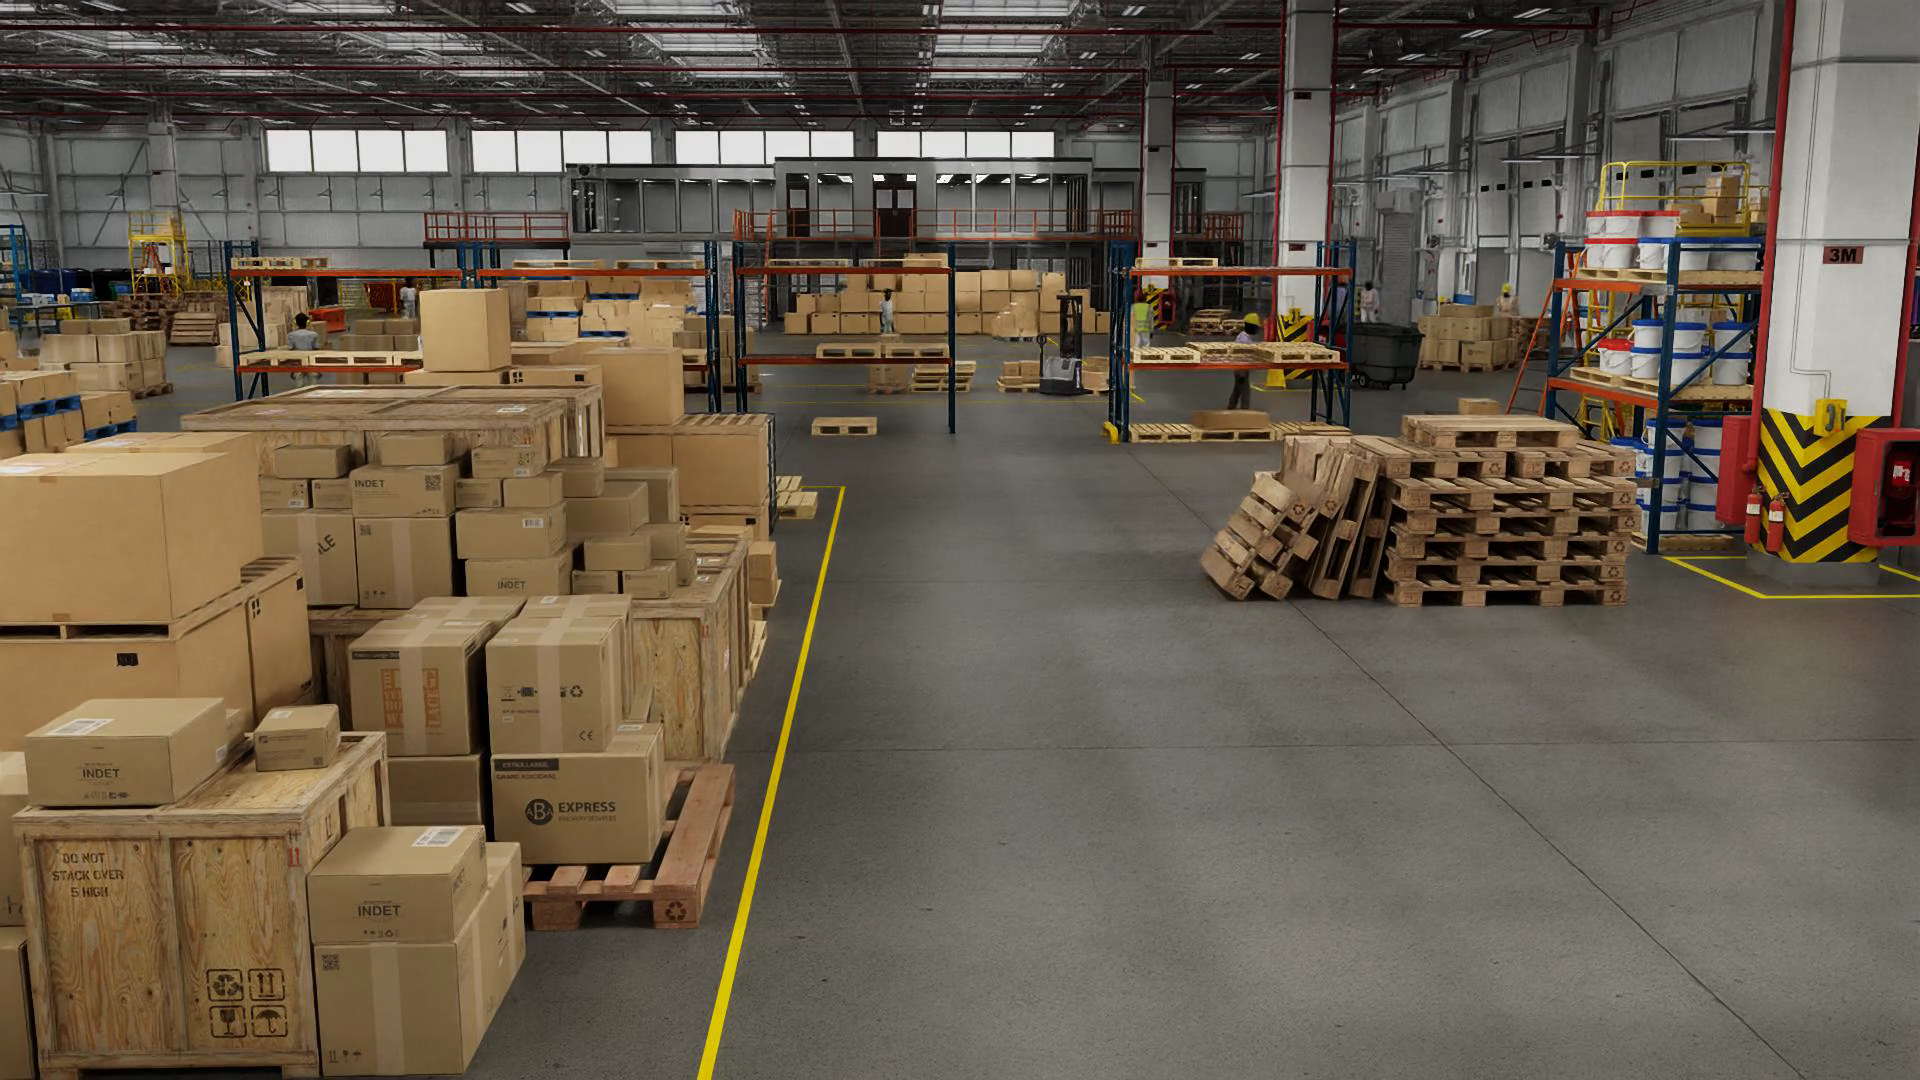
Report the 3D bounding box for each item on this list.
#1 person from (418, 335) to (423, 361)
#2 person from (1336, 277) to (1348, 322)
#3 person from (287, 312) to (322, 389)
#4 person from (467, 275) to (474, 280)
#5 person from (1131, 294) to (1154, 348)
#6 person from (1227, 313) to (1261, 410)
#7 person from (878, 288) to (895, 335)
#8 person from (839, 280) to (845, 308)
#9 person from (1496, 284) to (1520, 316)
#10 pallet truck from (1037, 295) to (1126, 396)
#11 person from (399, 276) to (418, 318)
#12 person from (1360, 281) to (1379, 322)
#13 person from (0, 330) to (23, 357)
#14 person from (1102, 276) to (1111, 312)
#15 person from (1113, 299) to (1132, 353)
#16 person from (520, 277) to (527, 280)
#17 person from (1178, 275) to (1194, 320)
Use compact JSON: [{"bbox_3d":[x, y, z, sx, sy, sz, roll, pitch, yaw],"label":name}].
[{"bbox_3d":[-8.327,-2.648,26.513,0.574,1.883,0.356,2,10,11],"label":"person"},{"bbox_3d":[12.201,-7.509,53.539,0.877,1.913,0.553,-7,13,-36],"label":"person"},{"bbox_3d":[-10.888,-2.848,27.660,0.514,1.872,0.328,-4,11,-19],"label":"person"},{"bbox_3d":[-20.319,-10.217,68.784,0.520,1.842,0.330,-2,10,-11],"label":"person"},{"bbox_3d":[4.339,-5.005,39.926,0.628,1.793,0.955,1,10,7],"label":"person"},{"bbox_3d":[4.678,-2.795,27.392,0.549,1.878,0.749,1,10,7],"label":"person"},{"bbox_3d":[-1.838,-5.422,41.988,0.328,1.876,0.513,8,13,37],"label":"person"},{"bbox_3d":[-4.138,-8.191,57.923,0.959,1.688,0.489,-4,11,-19],"label":"person"},{"bbox_3d":[15.012,-6.071,45.564,0.651,1.884,0.623,5,11,27],"label":"person"},{"bbox_3d":[2.483,-3.881,33.060,1.885,1.965,0.823,-7,13,-36],"label":"pallet truck"},{"bbox_3d":[-17.169,-7.232,51.819,0.367,1.962,0.613,6,12,29],"label":"person"},{"bbox_3d":[12.992,-7.323,52.781,0.622,1.808,0.908,6,12,28],"label":"person"},{"bbox_3d":[-12.414,-1.808,21.805,0.969,1.903,0.639,0,10,-2],"label":"person"},{"bbox_3d":[6.267,-10.590,70.754,0.355,1.883,0.572,-3,10,-14],"label":"person"},{"bbox_3d":[3.381,-4.143,34.687,0.372,1.940,0.632,8,13,38],"label":"person"},{"bbox_3d":[-15.771,-8.633,60.180,0.314,1.767,0.534,-6,12,-30],"label":"person"},{"bbox_3d":[8.820,-9.509,64.617,0.642,1.917,0.726,10,14,44],"label":"person"}]
